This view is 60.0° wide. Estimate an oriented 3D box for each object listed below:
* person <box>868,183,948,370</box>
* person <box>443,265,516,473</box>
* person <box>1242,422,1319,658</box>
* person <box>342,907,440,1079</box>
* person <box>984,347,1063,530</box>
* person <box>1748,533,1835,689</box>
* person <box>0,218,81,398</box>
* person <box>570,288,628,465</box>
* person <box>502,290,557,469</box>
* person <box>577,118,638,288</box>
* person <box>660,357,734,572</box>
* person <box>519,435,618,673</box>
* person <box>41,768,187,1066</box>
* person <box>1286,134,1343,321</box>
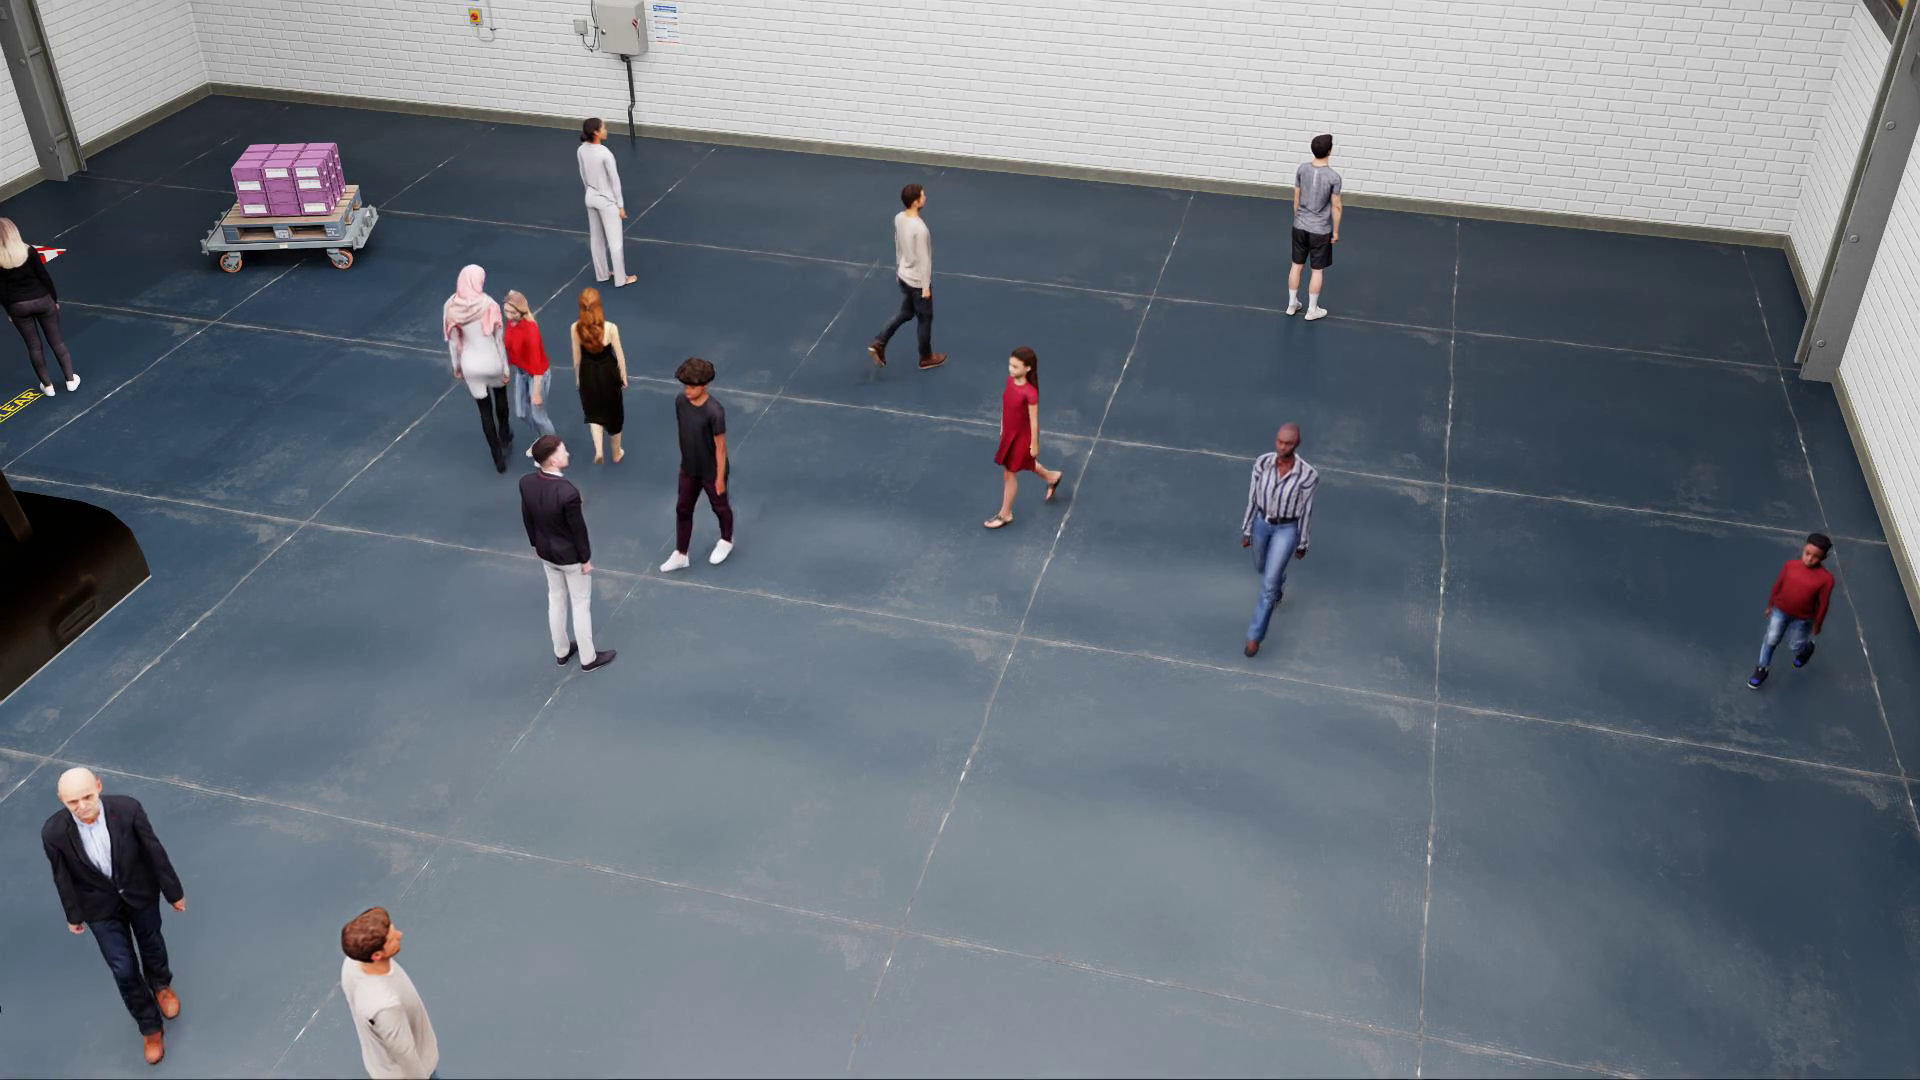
[{"bbox_3d":[-0.489,-2.356,15.188,1.120,1.851,1.055,-18,38,-25],"label":"person"},{"bbox_3d":[-3.952,-1.374,13.774,0.846,1.780,0.976,-6,34,-8],"label":"person"},{"bbox_3d":[2.267,-0.074,11.833,0.819,1.764,1.142,17,37,24],"label":"person"},{"bbox_3d":[-2.649,2.463,7.889,0.788,1.904,0.756,-22,40,-30],"label":"person"},{"bbox_3d":[0.530,-0.857,13.223,1.025,1.529,0.965,-18,38,-25],"label":"person"},{"bbox_3d":[5.810,0.463,11.502,0.846,1.236,0.739,-24,40,-31],"label":"person"},{"bbox_3d":[-8.337,-2.089,14.934,0.682,1.687,0.737,-17,37,-23],"label":"person"},{"bbox_3d":[-3.006,-1.295,13.808,0.717,1.611,0.842,-1,34,-2],"label":"person"},{"bbox_3d":[-3.530,-1.357,13.836,0.755,1.682,0.740,-20,39,-28],"label":"person"},{"bbox_3d":[-3.637,-3.437,16.917,0.691,1.736,0.654,20,38,27],"label":"person"},{"bbox_3d":[-1.904,-0.616,12.652,0.789,1.760,0.955,18,38,25],"label":"person"},{"bbox_3d":[-2.752,0.099,11.503,0.703,1.840,0.632,17,37,24],"label":"person"},{"bbox_3d":[-4.506,1.863,8.897,0.977,1.787,1.030,-21,39,-28],"label":"person"},{"bbox_3d":[3.437,-3.055,16.220,0.733,1.871,0.710,25,41,32],"label":"person"}]
